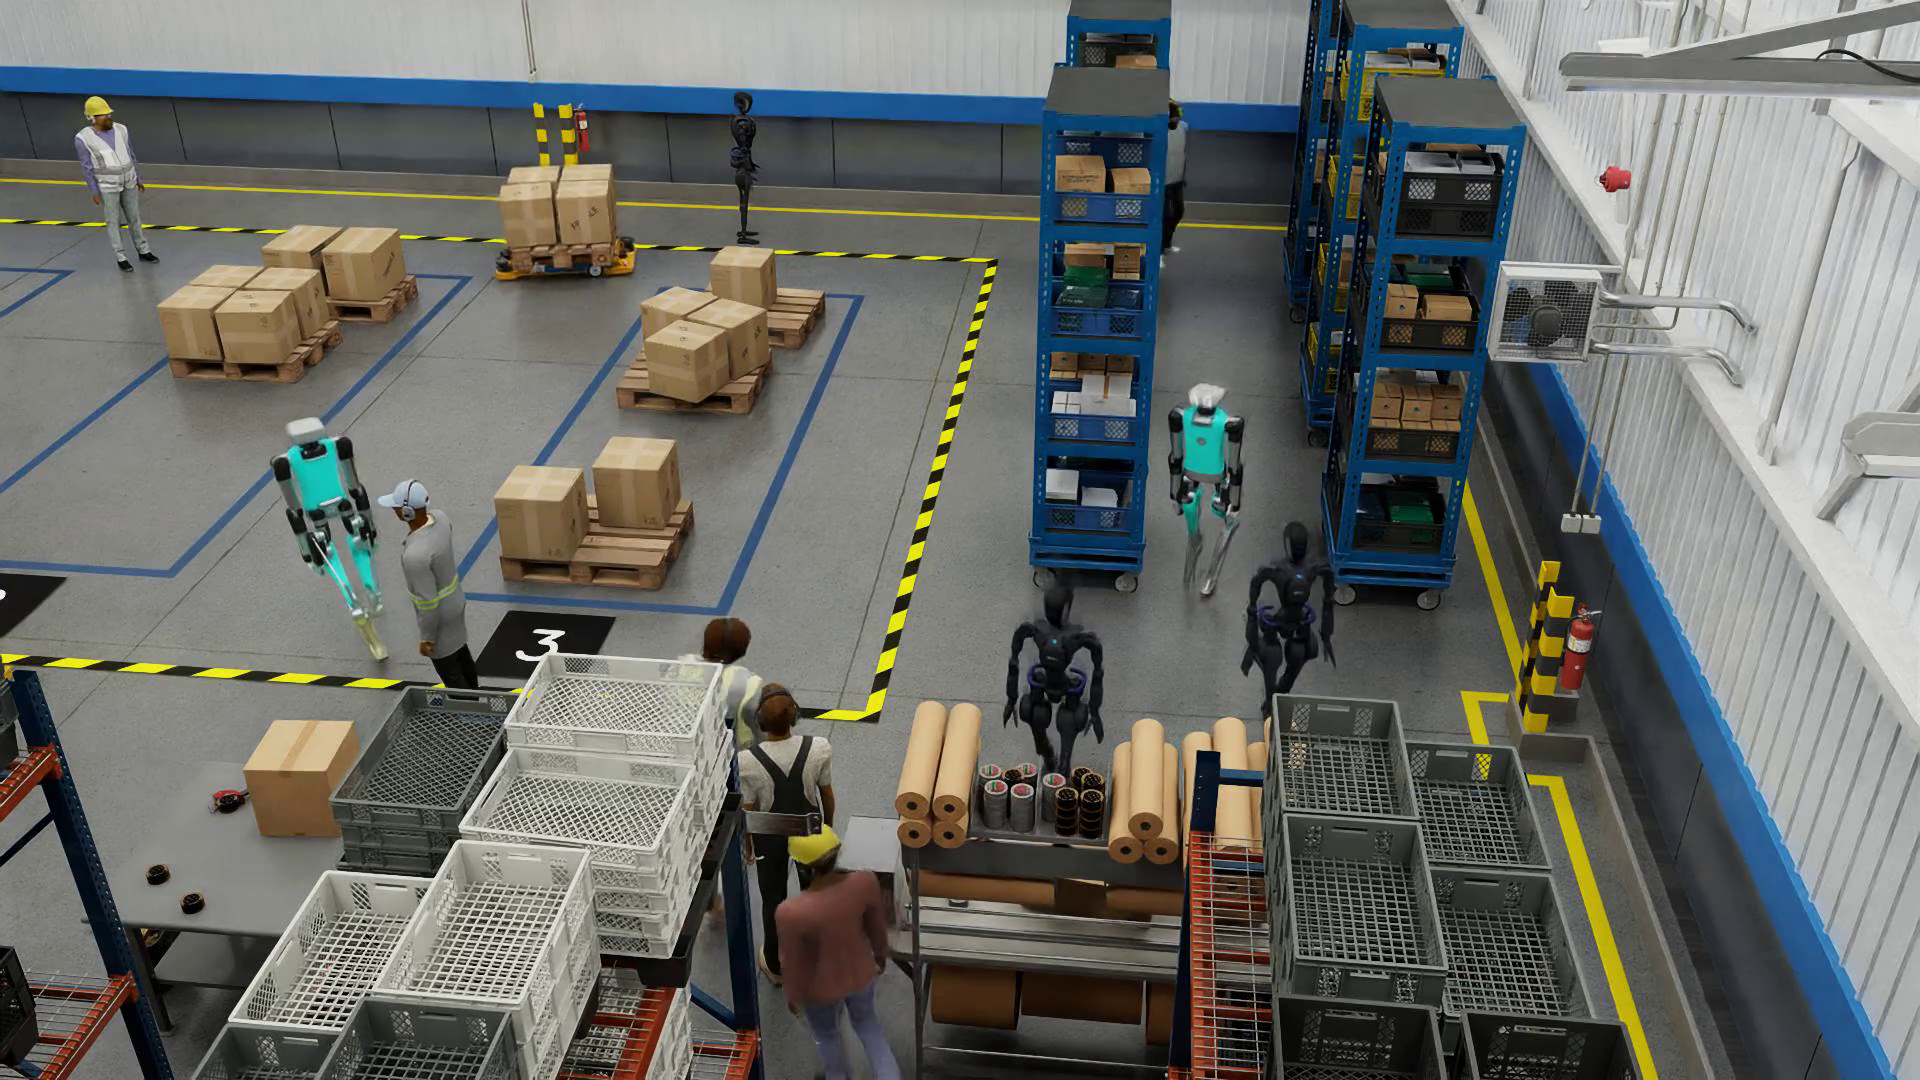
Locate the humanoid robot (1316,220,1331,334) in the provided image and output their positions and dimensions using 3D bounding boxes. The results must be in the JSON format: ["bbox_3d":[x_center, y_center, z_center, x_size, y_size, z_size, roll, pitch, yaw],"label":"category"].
[{"bbox_3d":[3.506,-2.515,15.579,0.315,1.657,0.599,17,34,27],"label":"humanoid robot"}]

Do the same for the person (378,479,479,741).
[{"bbox_3d":[-3.271,0.449,10.329,0.395,1.853,0.588,0,30,0],"label":"person"}]

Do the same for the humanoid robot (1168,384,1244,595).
[{"bbox_3d":[1.790,-0.325,11.870,0.543,1.868,0.770,13,33,21],"label":"humanoid robot"}]

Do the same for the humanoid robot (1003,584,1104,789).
[{"bbox_3d":[0.558,0.935,9.725,0.616,1.629,0.820,7,31,11],"label":"humanoid robot"}]

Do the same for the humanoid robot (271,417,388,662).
[{"bbox_3d":[-4.089,0.065,11.082,0.537,1.729,0.958,-23,37,-34],"label":"humanoid robot"}]

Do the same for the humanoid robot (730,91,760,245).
[{"bbox_3d":[-2.366,-4.122,18.342,0.315,1.653,0.599,-2,30,-3],"label":"humanoid robot"}]

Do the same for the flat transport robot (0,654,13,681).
[{"bbox_3d":[-7.142,0.969,11.010,1.431,0.231,0.659,3,30,6],"label":"flat transport robot"}]

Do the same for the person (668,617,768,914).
[{"bbox_3d":[-1.294,1.204,9.098,0.627,1.796,0.793,19,35,29],"label":"person"}]

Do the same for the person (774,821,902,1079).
[{"bbox_3d":[-0.545,2.056,7.680,0.541,1.742,0.607,-17,34,-26],"label":"person"}]

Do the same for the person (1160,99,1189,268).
[{"bbox_3d":[2.219,-3.832,17.710,0.648,1.831,0.501,-22,37,-33],"label":"person"}]

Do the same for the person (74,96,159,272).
[{"bbox_3d":[-8.924,-3.770,17.589,0.404,1.836,0.598,19,35,29],"label":"person"}]

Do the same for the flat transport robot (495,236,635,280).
[{"bbox_3d":[-4.235,-3.041,17.868,1.431,0.197,0.652,-4,30,-7],"label":"flat transport robot"}]

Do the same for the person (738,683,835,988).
[{"bbox_3d":[-0.886,1.511,8.510,0.506,1.846,0.346,-10,32,-17],"label":"person"}]

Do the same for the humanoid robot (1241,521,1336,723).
[{"bbox_3d":[2.044,0.613,10.270,0.597,1.625,0.793,-4,30,-6],"label":"humanoid robot"}]
